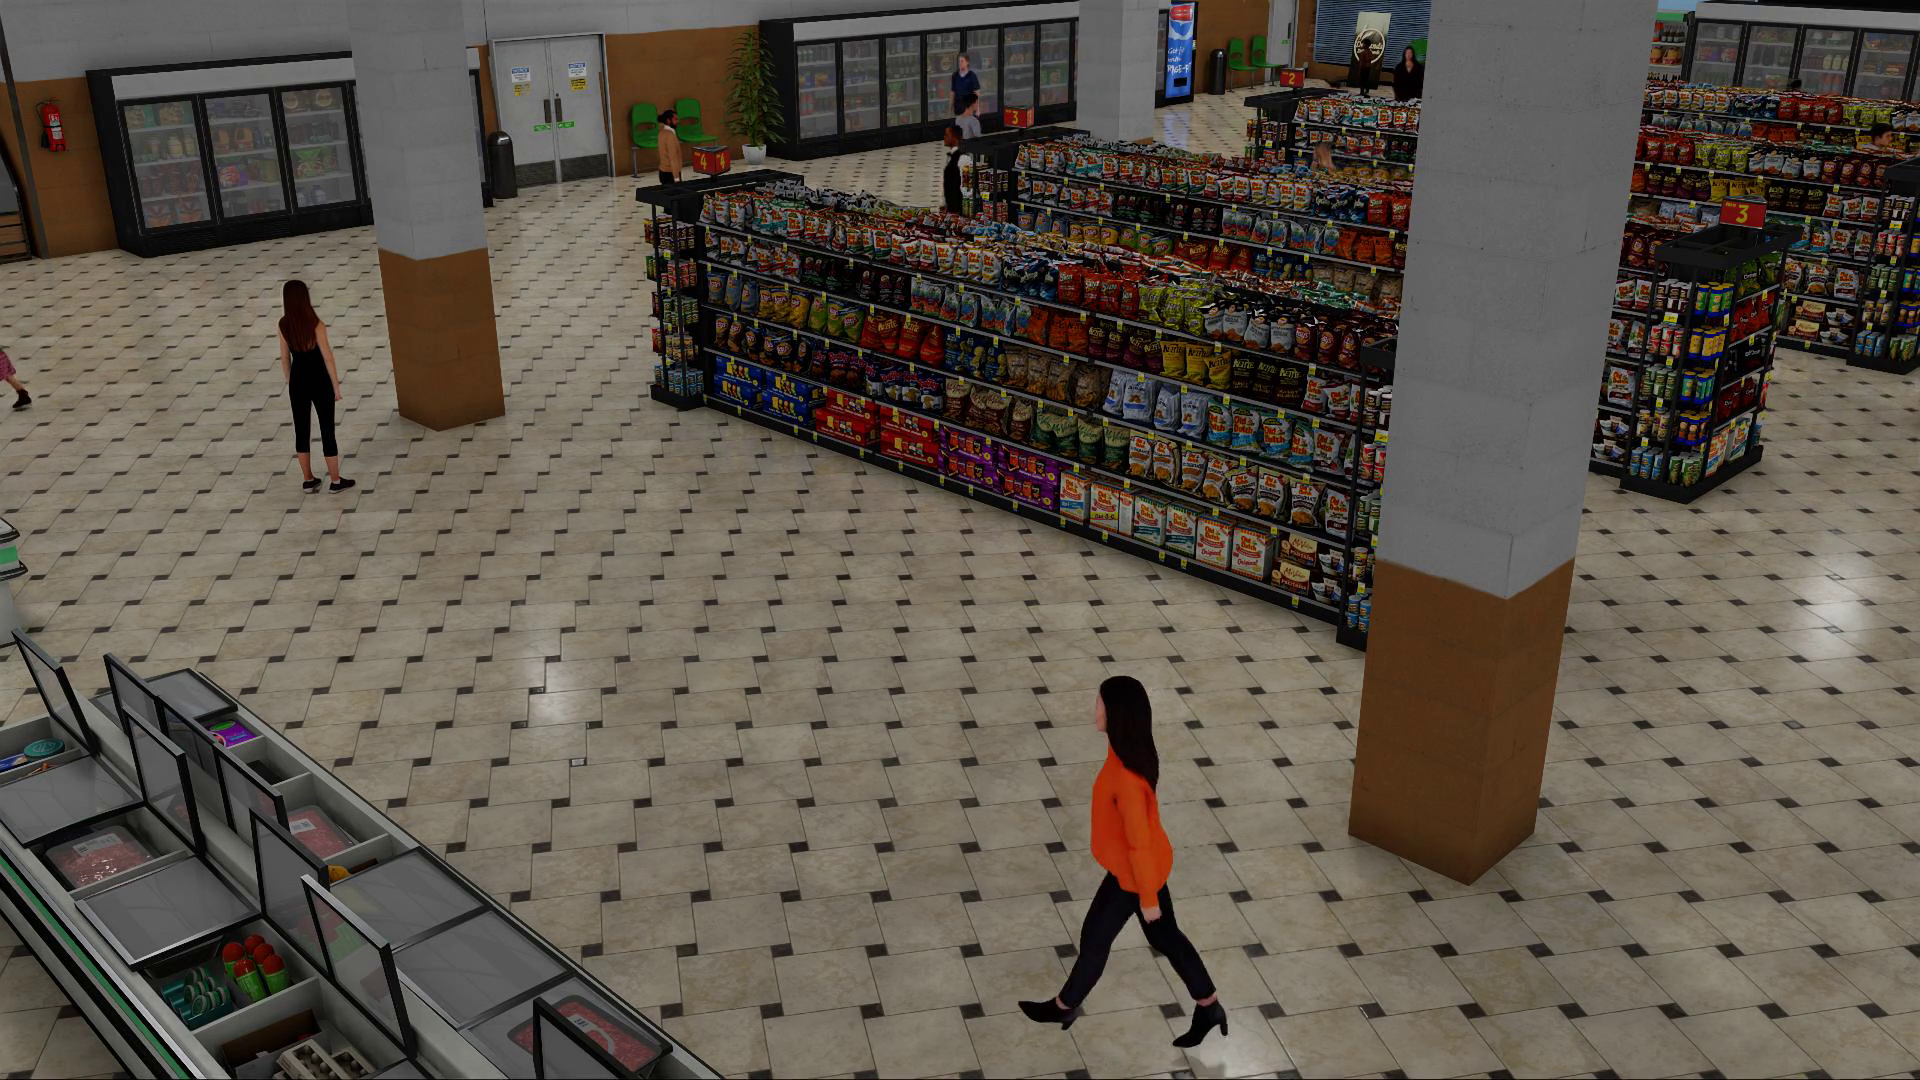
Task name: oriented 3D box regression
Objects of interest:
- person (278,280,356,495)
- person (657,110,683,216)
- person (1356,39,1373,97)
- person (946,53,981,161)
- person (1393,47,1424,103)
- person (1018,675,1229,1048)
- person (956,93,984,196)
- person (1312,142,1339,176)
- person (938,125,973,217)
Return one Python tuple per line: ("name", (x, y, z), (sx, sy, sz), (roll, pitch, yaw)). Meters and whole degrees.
("person", (-5.178, -1.219, 13.237), (0.629, 1.726, 0.716), (3, 22, 7))
("person", (-3.877, -4.865, 22.277), (0.796, 1.751, 0.663), (-9, 24, -22))
("person", (8.979, -10.450, 36.844), (0.534, 1.252, 0.496), (-16, 27, -35))
("person", (0.120, -7.237, 28.093), (1.165, 1.816, 0.853), (16, 27, 34))
("person", (8.136, -8.074, 30.274), (0.865, 1.743, 0.916), (6, 23, 14))
("person", (0.807, 1.392, 6.790), (1.218, 1.688, 1.079), (2, 22, 4))
("person", (0.123, -5.283, 23.187), (0.701, 1.847, 0.480), (-18, 28, -38))
("person", (4.374, -3.884, 19.918), (0.662, 1.690, 0.622), (-15, 26, -33))
("person", (0.079, -3.975, 19.906), (1.219, 1.867, 1.293), (-5, 22, -12))
